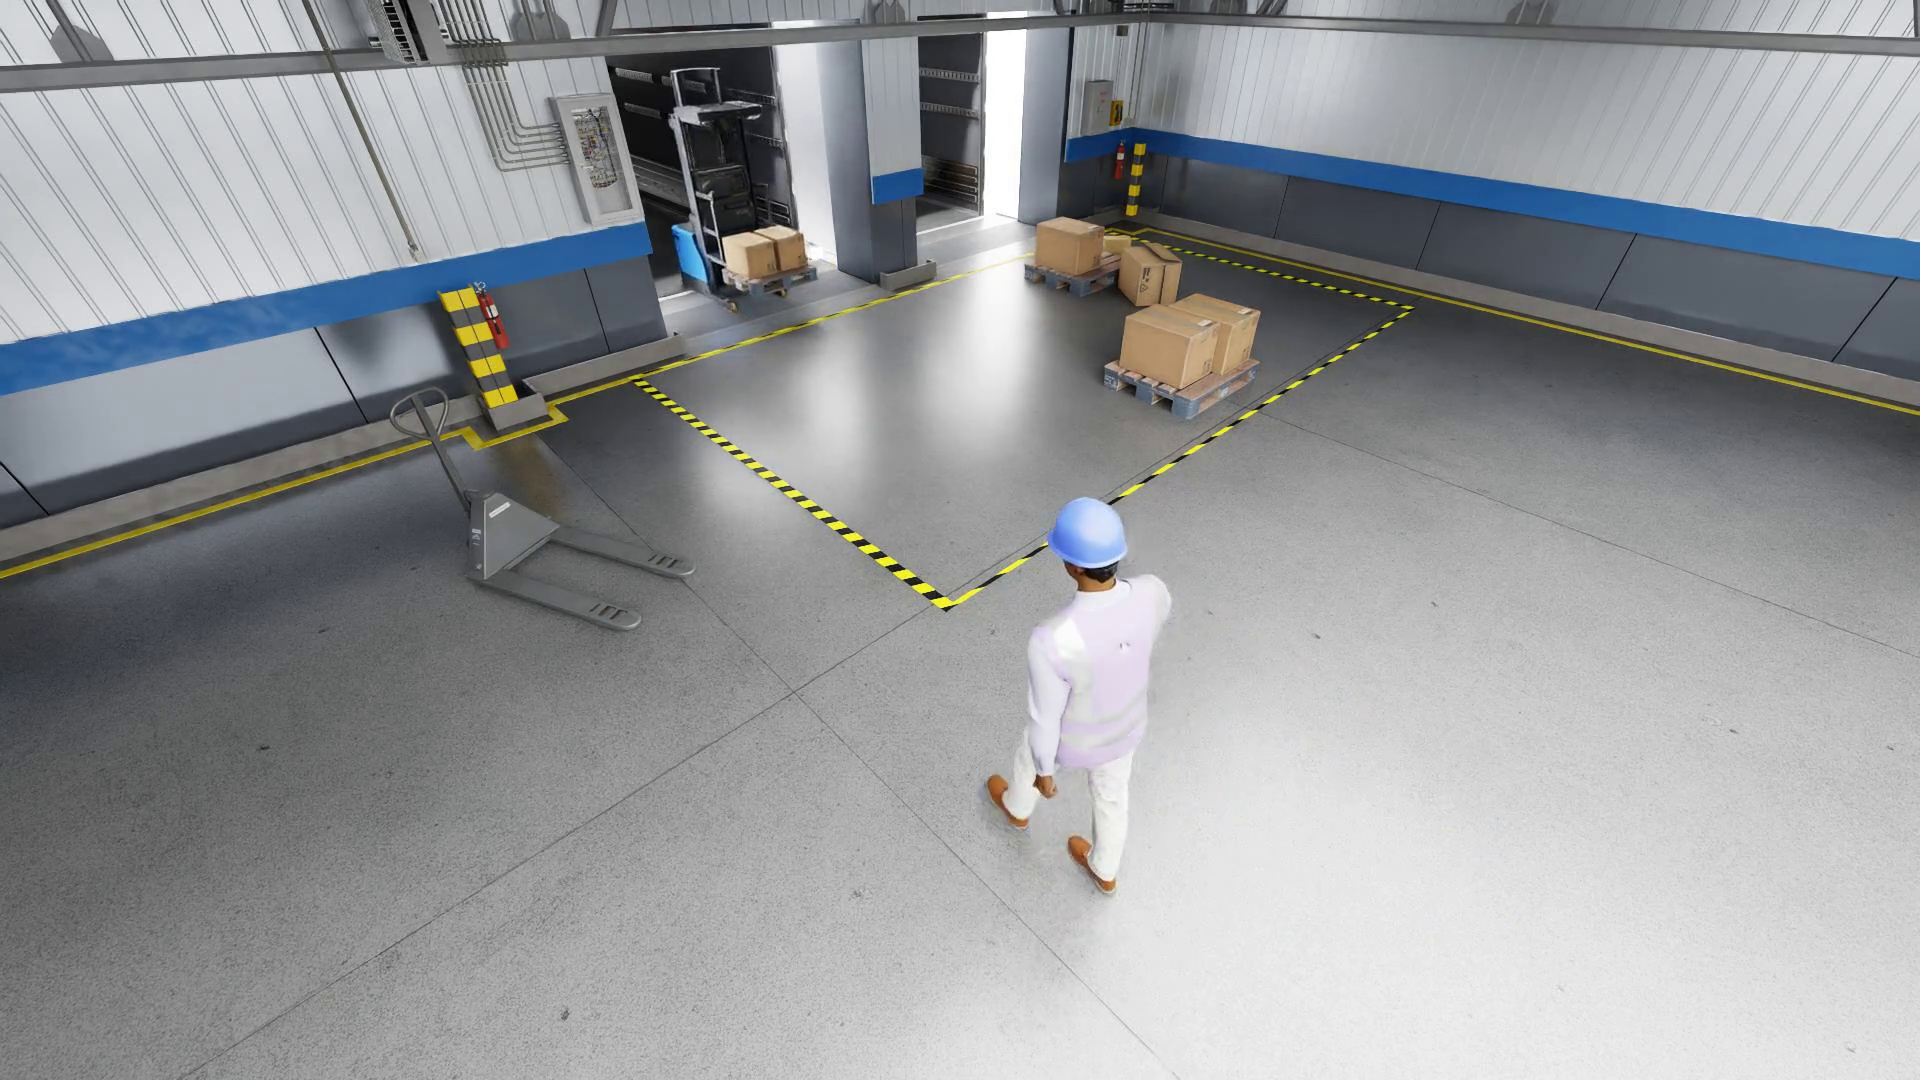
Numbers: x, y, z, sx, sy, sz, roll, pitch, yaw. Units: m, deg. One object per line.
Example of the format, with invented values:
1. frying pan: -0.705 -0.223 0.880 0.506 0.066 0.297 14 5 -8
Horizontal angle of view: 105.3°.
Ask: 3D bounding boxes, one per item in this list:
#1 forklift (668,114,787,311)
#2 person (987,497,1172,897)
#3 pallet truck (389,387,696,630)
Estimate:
1. forklift: -3.034 -4.038 8.843 0.716 2.013 0.776 -31 47 -33
2. person: 0.445 0.645 2.891 0.609 1.914 0.743 -18 41 -22
3. pallet truck: -2.613 -0.247 4.593 1.601 1.201 0.680 14 40 17
